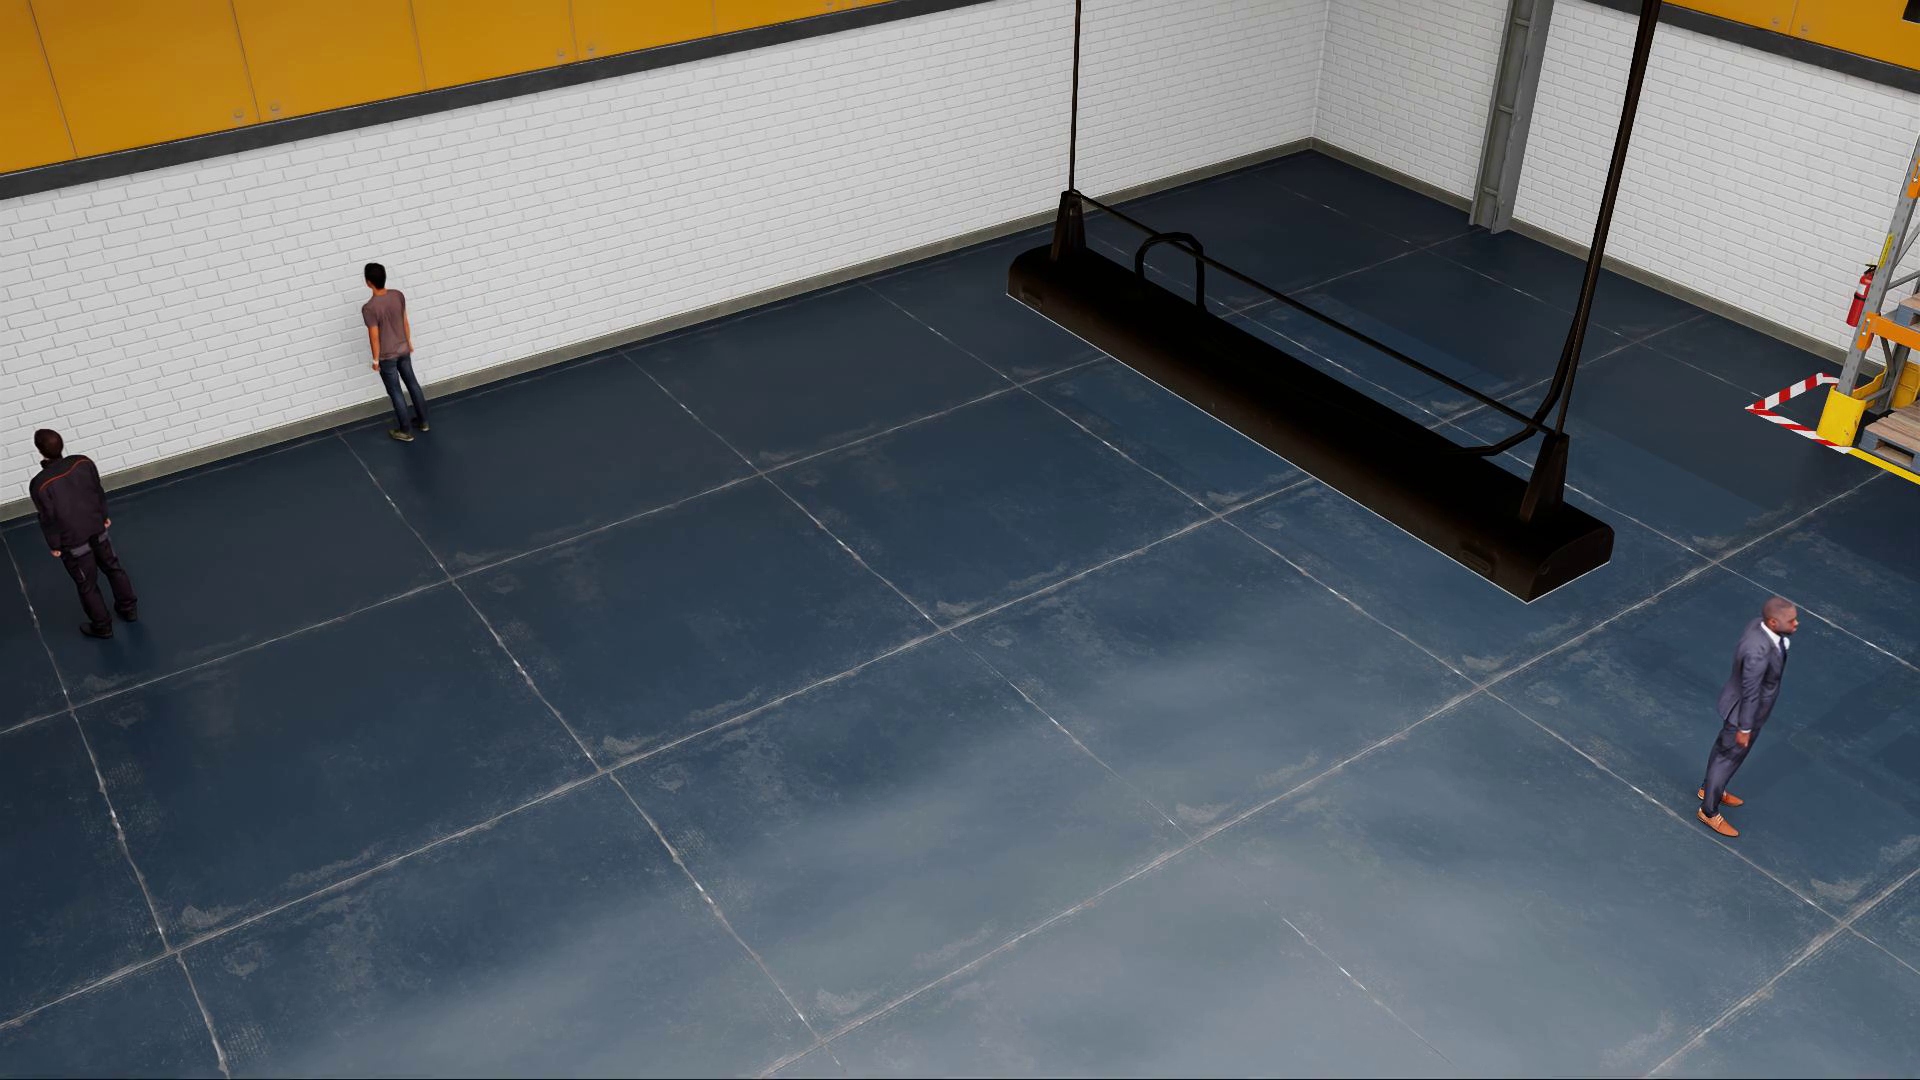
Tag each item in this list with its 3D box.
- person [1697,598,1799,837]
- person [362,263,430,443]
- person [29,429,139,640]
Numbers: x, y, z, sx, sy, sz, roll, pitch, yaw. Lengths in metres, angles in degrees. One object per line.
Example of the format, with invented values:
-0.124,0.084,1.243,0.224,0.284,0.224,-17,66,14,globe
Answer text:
5.300,1.142,11.227,0.776,1.824,0.791,16,37,23,person
-5.331,-1.775,15.658,0.682,1.778,0.705,19,38,26,person
-6.887,-0.063,13.028,0.756,1.838,0.793,16,37,23,person
